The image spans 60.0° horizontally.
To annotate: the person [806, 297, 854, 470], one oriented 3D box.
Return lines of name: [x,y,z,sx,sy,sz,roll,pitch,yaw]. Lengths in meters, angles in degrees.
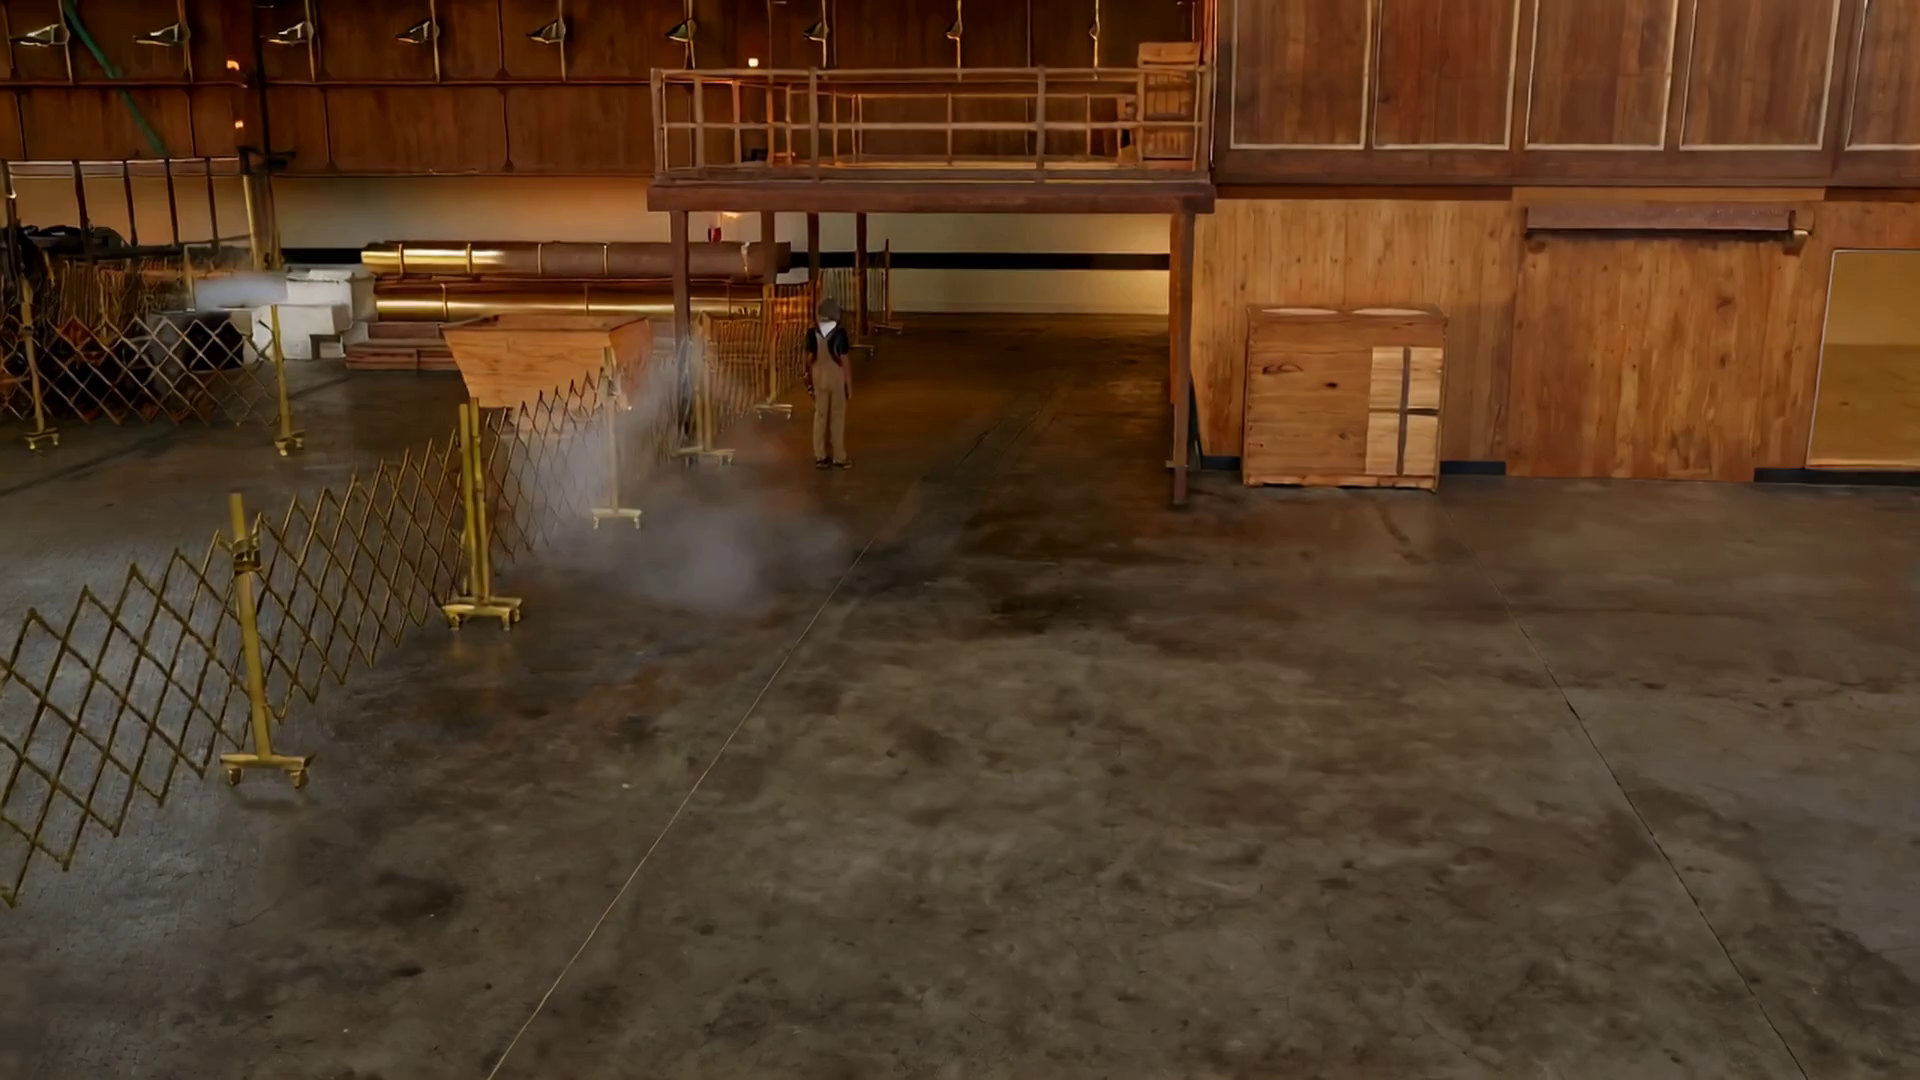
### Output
person: [-1.397,-1.674,17.799,0.516,1.840,0.328,7,15,25]
